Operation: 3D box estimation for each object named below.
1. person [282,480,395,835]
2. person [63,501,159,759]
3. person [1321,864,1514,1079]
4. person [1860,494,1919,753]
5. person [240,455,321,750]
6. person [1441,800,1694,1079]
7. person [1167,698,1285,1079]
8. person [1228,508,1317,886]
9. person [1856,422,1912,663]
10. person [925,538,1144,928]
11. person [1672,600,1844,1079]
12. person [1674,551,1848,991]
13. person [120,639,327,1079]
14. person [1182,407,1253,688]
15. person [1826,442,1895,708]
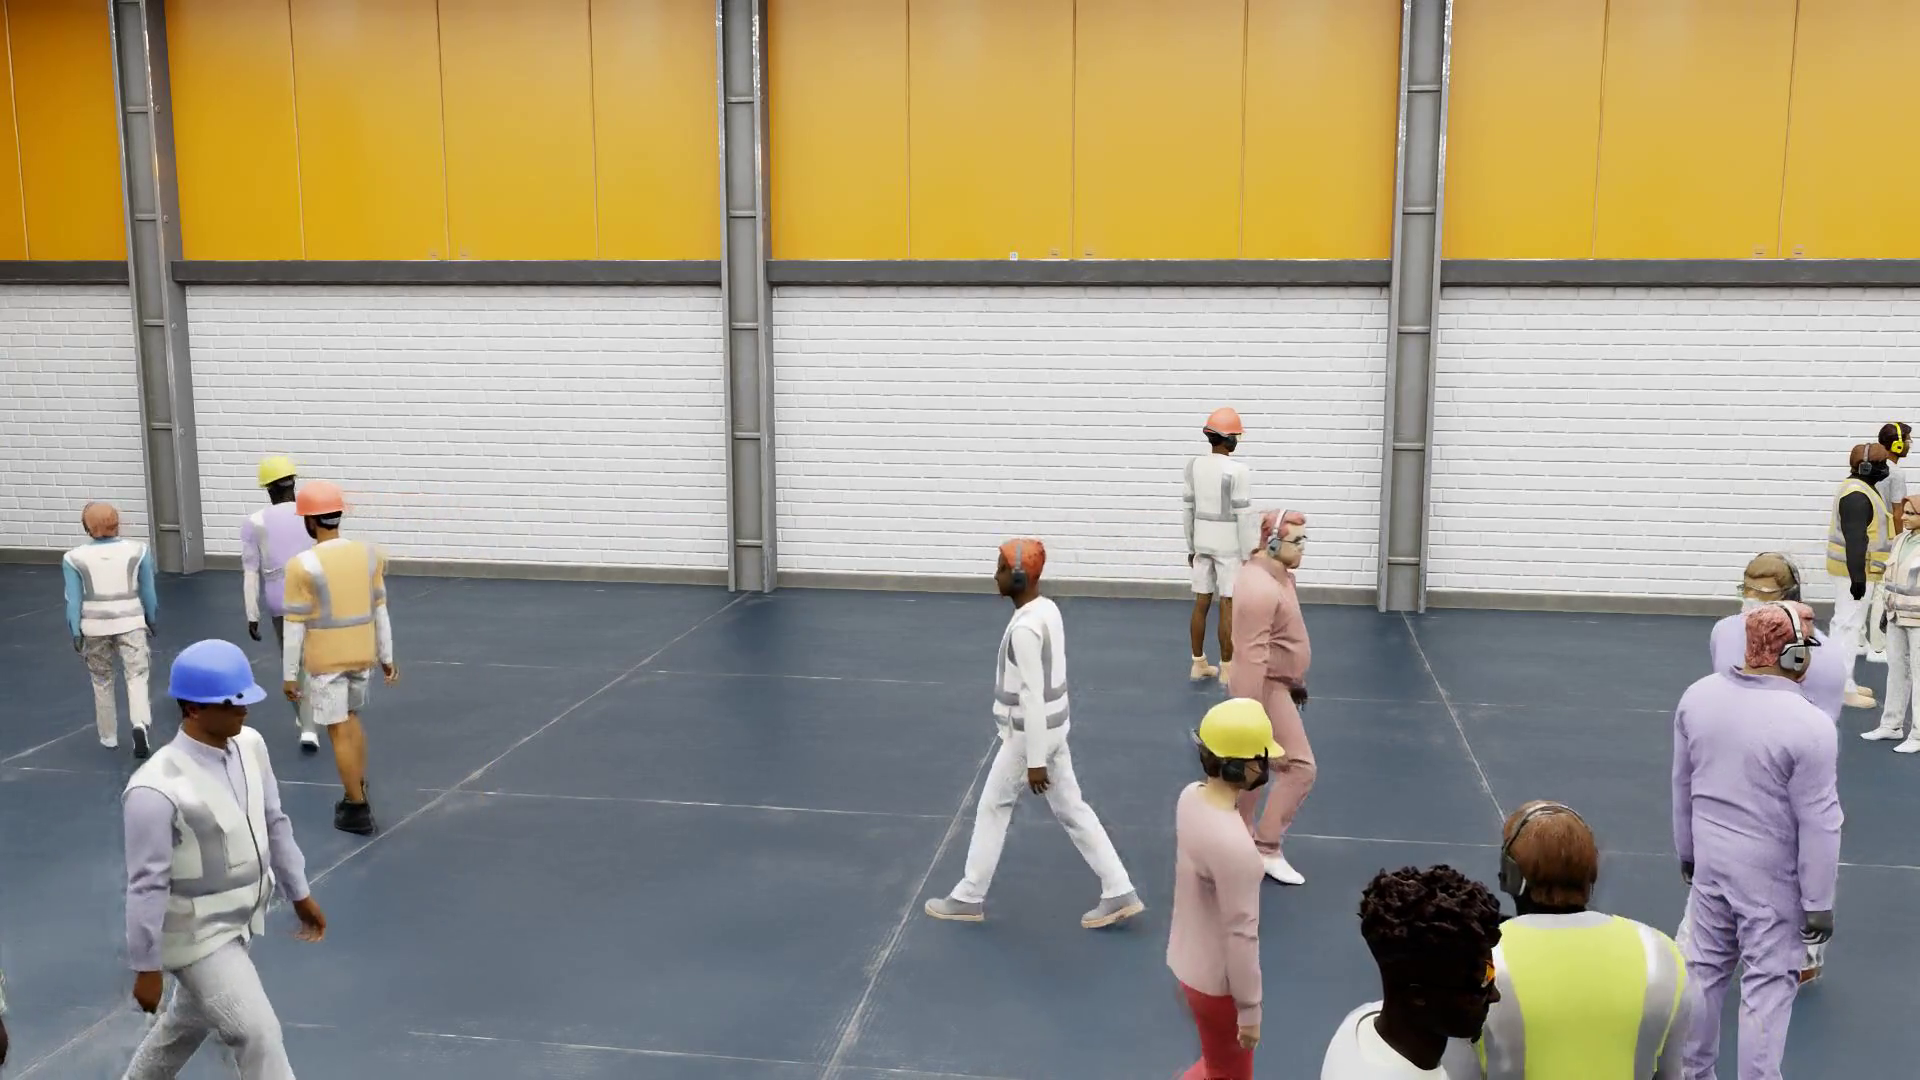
[{"bbox_3d":[-3.394,0.631,8.979,0.612,1.915,0.587,7,11,36],"label":"person"},{"bbox_3d":[-5.268,0.559,10.359,0.517,1.612,0.708,-5,10,-28],"label":"person"},{"bbox_3d":[0.828,1.552,3.151,0.361,1.964,0.616,1,9,9],"label":"person"},{"bbox_3d":[6.018,0.521,10.517,0.308,1.641,0.514,-1,9,-6],"label":"person"},{"bbox_3d":[-4.254,0.390,10.636,0.591,1.873,0.961,-3,10,-19],"label":"person"},{"bbox_3d":[1.391,1.521,3.844,0.635,1.808,0.867,-1,9,-3],"label":"person"},{"bbox_3d":[0.784,1.337,5.146,0.414,1.752,0.538,-1,9,-8],"label":"person"},{"bbox_3d":[1.566,0.770,8.251,0.571,1.883,0.662,1,9,6],"label":"person"},{"bbox_3d":[7.185,0.017,12.921,0.328,1.872,0.515,0,9,-3],"label":"person"},{"bbox_3d":[0.375,0.898,7.640,1.015,1.846,0.593,3,10,17],"label":"person"},{"bbox_3d":[2.799,1.149,5.821,0.401,1.906,0.650,-3,10,-21],"label":"person"},{"bbox_3d":[3.230,0.993,6.779,0.962,1.901,0.660,-4,10,-25],"label":"person"},{"bbox_3d":[-2.458,1.228,5.391,1.046,1.892,0.625,1,9,6],"label":"person"},{"bbox_3d":[1.904,0.052,12.166,0.377,2.045,0.605,-8,12,-41],"label":"person"},{"bbox_3d":[6.308,0.234,11.667,0.429,1.845,0.622,5,10,27],"label":"person"}]
